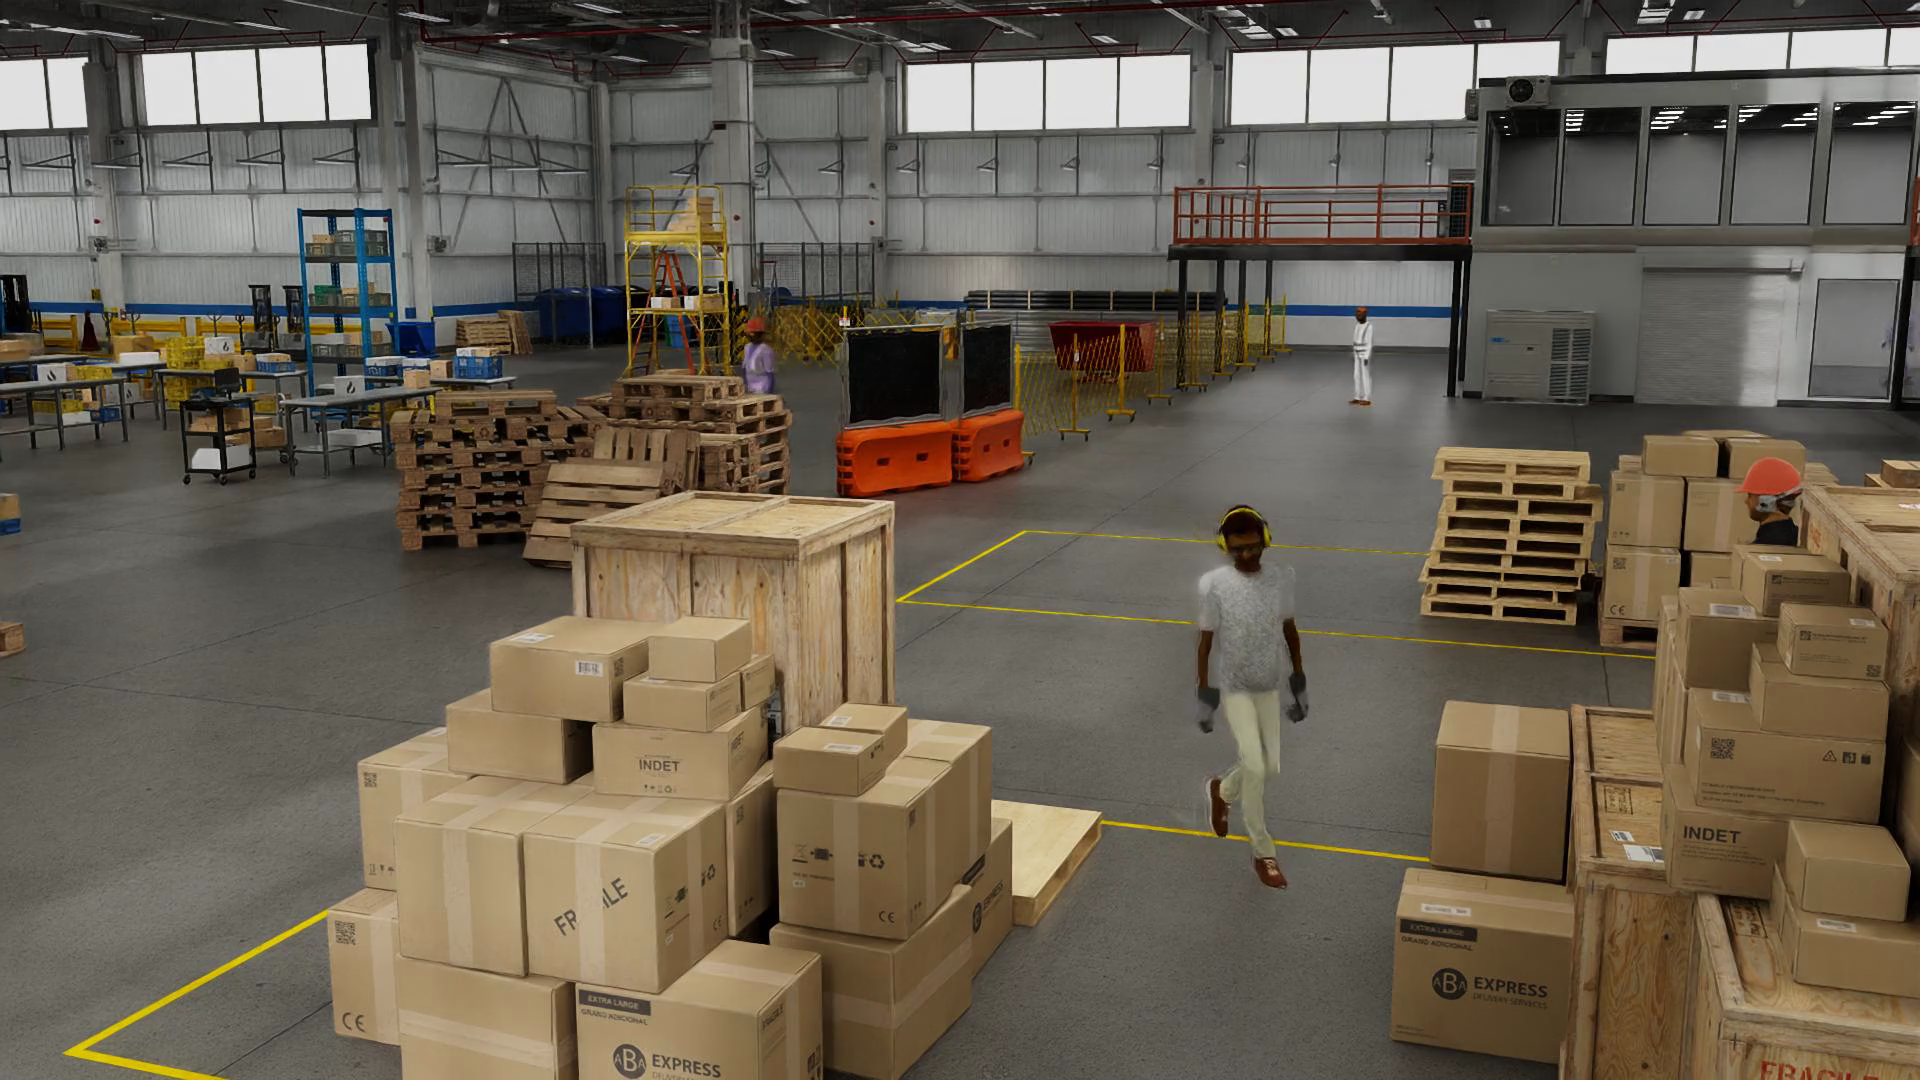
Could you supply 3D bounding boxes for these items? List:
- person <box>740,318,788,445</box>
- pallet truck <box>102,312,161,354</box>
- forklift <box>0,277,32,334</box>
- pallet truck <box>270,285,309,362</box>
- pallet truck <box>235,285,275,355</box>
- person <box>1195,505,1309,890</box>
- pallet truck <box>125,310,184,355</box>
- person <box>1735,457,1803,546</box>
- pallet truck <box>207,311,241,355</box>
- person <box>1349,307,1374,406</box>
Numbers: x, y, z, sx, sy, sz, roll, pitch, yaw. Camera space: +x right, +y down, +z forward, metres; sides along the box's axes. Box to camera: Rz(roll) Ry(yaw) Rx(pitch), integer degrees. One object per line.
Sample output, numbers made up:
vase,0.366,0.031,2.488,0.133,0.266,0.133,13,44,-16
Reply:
person,-2.872,-2.200,23.962,1.030,2.003,0.619,-8,13,-37
pallet truck,-23.057,-5.777,46.261,0.680,1.201,1.601,3,11,19
forklift,-27.151,-6.329,46.328,1.157,1.987,2.680,3,11,17
pallet truck,-17.147,-5.700,43.663,0.823,1.965,1.885,3,11,17
pallet truck,-18.327,-5.835,44.421,0.823,1.965,1.885,4,11,23
person,1.389,0.707,8.047,0.576,1.828,0.709,-3,11,-17
pallet truck,-22.038,-5.665,45.457,0.704,1.261,1.522,3,11,17
person,4.007,0.579,8.310,0.622,1.992,0.386,-10,14,-44
pallet truck,-19.537,-5.575,44.913,0.653,1.274,1.630,3,11,19
person,7.608,-3.466,31.435,0.362,1.877,0.580,-4,11,-20
